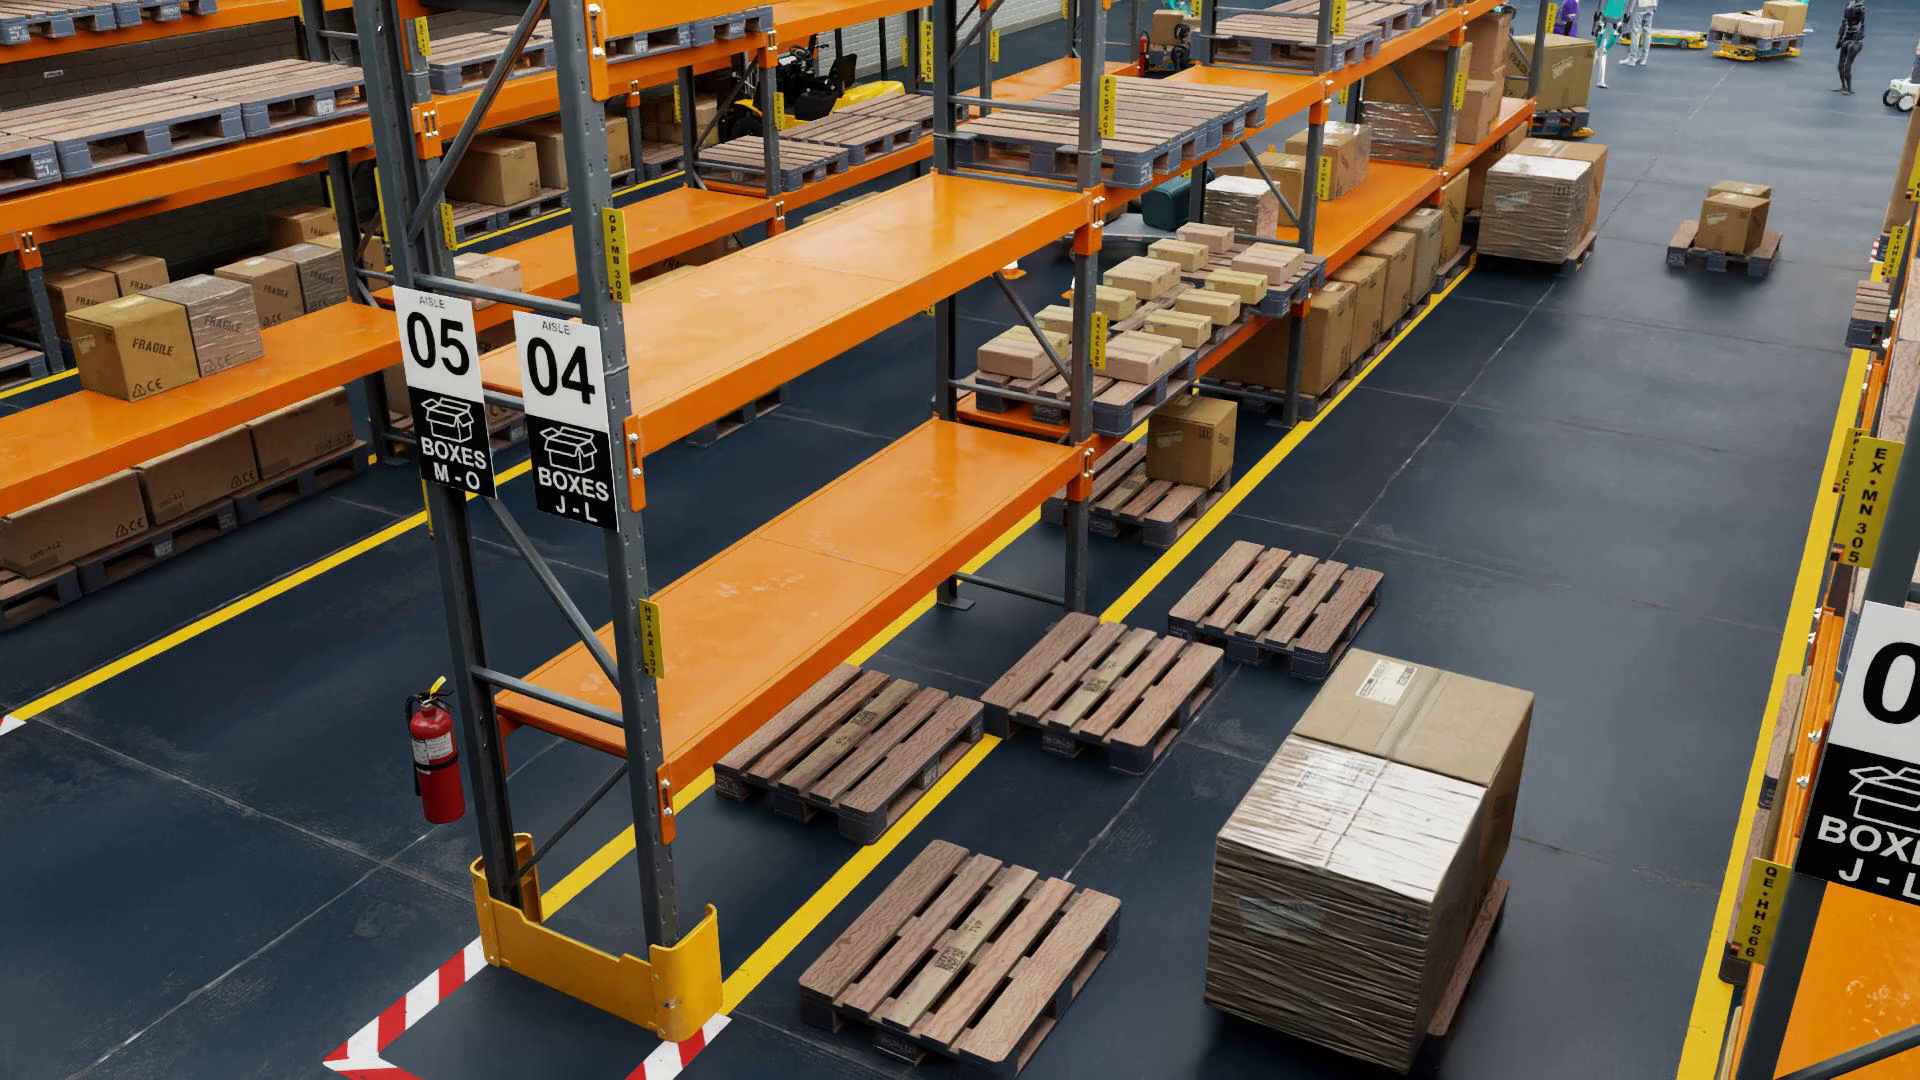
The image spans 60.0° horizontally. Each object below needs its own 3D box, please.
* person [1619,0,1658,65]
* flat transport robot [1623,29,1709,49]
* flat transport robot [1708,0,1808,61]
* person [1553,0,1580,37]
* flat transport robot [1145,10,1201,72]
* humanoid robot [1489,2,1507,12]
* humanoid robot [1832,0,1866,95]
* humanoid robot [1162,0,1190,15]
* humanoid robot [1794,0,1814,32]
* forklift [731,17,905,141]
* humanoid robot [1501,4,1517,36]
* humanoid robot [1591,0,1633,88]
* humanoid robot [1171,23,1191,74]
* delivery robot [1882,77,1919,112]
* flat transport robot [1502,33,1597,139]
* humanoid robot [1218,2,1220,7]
[{"bbox_3d":[11.616,-9.065,28.277,0.588,1.920,0.399,-8,27,-16],"label":"person"},{"bbox_3d":[12.897,-9.159,30.374,1.431,0.231,0.659,11,28,21],"label":"flat transport robot"},{"bbox_3d":[13.999,-8.638,29.291,1.431,0.231,0.659,-12,28,-24],"label":"flat transport robot"},{"bbox_3d":[9.186,-7.667,25.319,0.363,1.965,0.611,8,27,16],"label":"person"},{"bbox_3d":[3.679,-8.019,28.004,1.431,0.231,0.659,2,26,3],"label":"flat transport robot"},{"bbox_3d":[9.320,-9.050,28.477,0.585,1.787,0.784,-16,30,-30],"label":"humanoid robot"},{"bbox_3d":[13.906,-7.807,25.948,0.372,1.635,0.609,-1,26,-3],"label":"humanoid robot"},{"bbox_3d":[3.995,-9.821,30.105,0.782,1.821,0.544,-22,33,-38],"label":"humanoid robot"},{"bbox_3d":[15.921,-10.474,31.450,0.935,1.794,0.558,1,26,2],"label":"humanoid robot"},{"bbox_3d":[-1.819,-5.975,21.543,2.313,2.155,1.214,14,29,26],"label":"forklift"},{"bbox_3d":[7.788,-6.918,24.103,0.401,1.646,0.609,5,26,11],"label":"humanoid robot"},{"bbox_3d":[10.295,-8.098,26.483,0.589,1.779,0.869,6,26,12],"label":"humanoid robot"},{"bbox_3d":[2.965,-6.102,22.380,0.315,1.659,0.599,9,27,17],"label":"humanoid robot"},{"bbox_3d":[14.381,-6.749,25.034,0.791,0.592,0.499,0,26,1],"label":"delivery robot"},{"bbox_3d":[8.152,-5.867,23.534,1.431,0.231,0.659,0,26,0],"label":"flat transport robot"},{"bbox_3d":[5.224,-11.779,34.216,0.780,1.852,0.538,-6,26,-12],"label":"humanoid robot"}]
